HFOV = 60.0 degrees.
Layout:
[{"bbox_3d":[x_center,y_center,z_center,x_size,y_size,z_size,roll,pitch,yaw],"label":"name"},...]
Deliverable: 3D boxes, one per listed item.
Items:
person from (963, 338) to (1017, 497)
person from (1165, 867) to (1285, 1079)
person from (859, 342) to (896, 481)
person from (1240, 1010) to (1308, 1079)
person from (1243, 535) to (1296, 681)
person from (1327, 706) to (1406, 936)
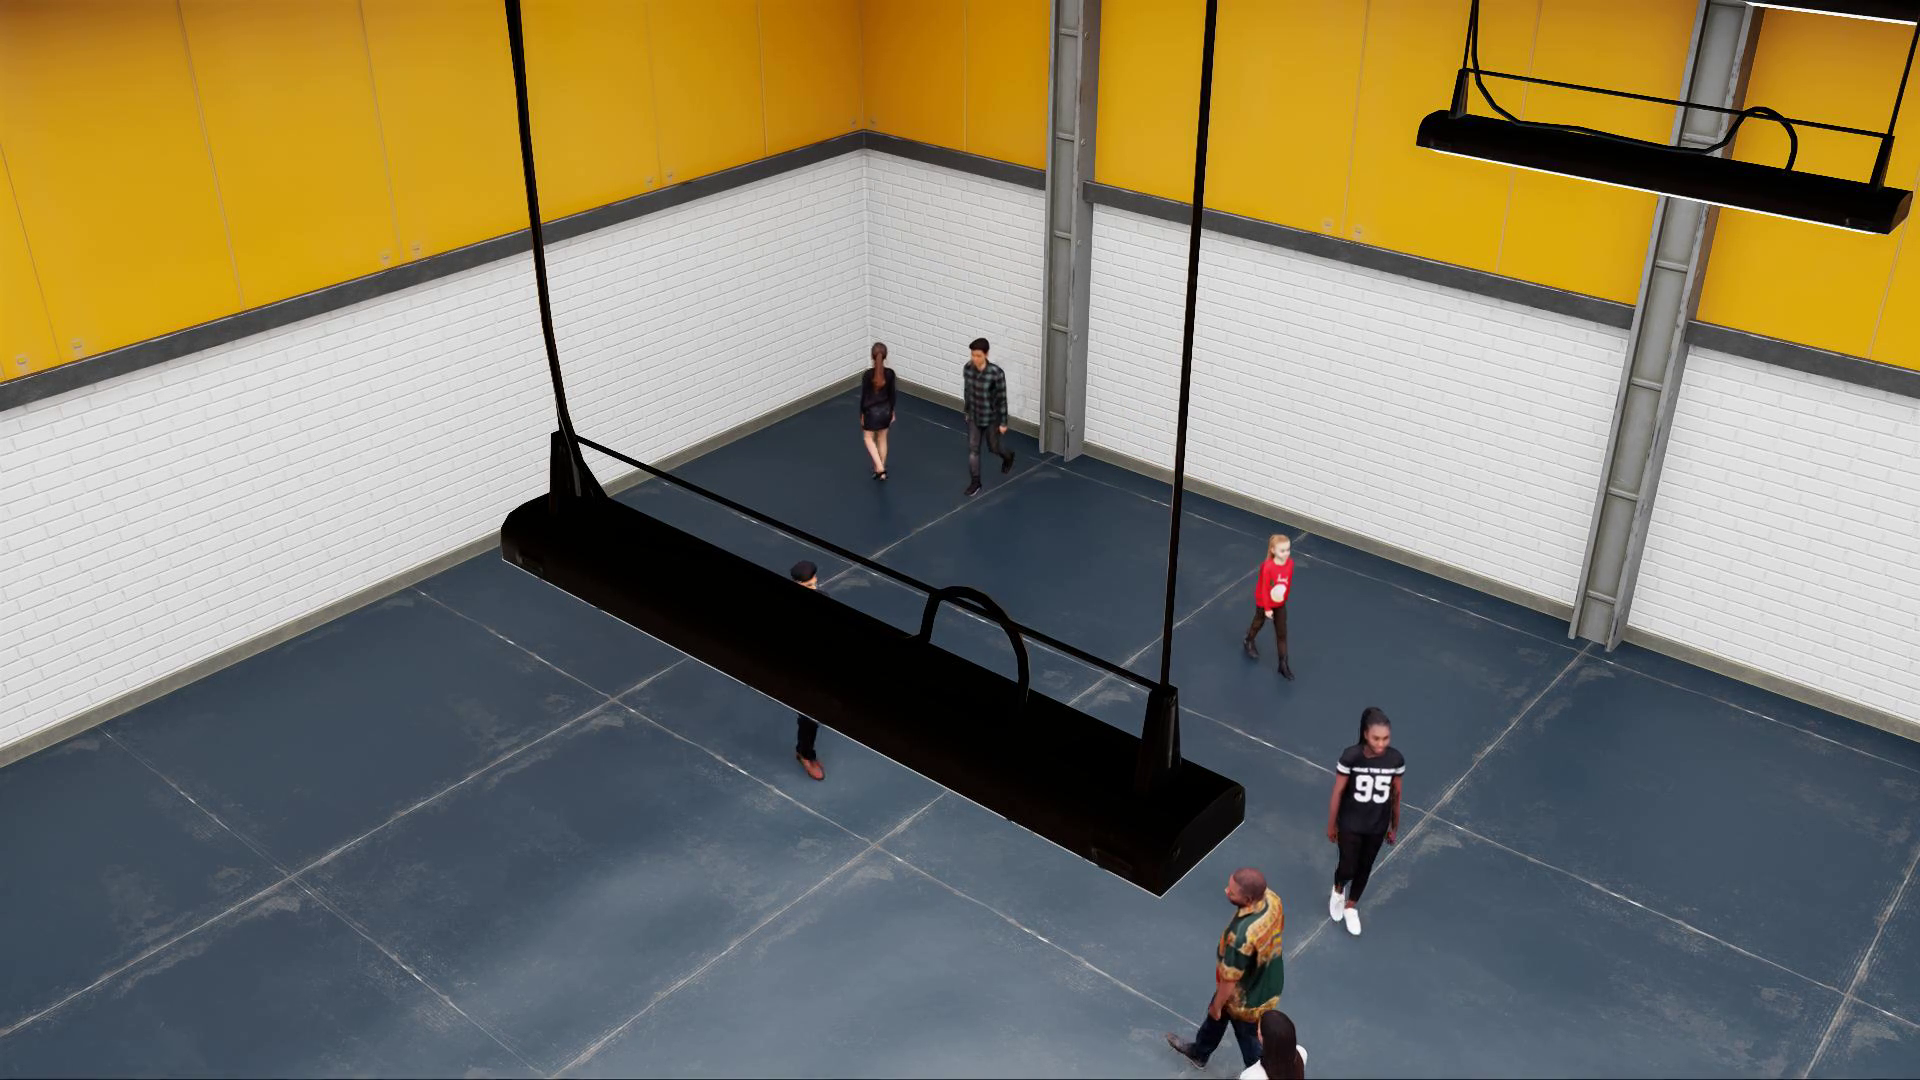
[{"bbox_3d":[0.302,-1.297,16.803,0.993,1.681,0.855,16,32,27],"label":"person"},{"bbox_3d":[1.765,2.674,9.794,1.056,1.775,0.799,16,33,27],"label":"person"},{"bbox_3d":[-0.835,-1.302,17.325,0.711,1.542,0.795,-10,30,-17],"label":"person"},{"bbox_3d":[1.622,3.198,8.798,0.656,1.807,0.609,-19,34,-31],"label":"person"},{"bbox_3d":[2.640,0.521,14.286,0.779,1.252,0.976,-10,30,-18],"label":"person"},{"bbox_3d":[2.716,1.871,11.318,0.758,1.724,0.819,-2,29,-3],"label":"person"}]
